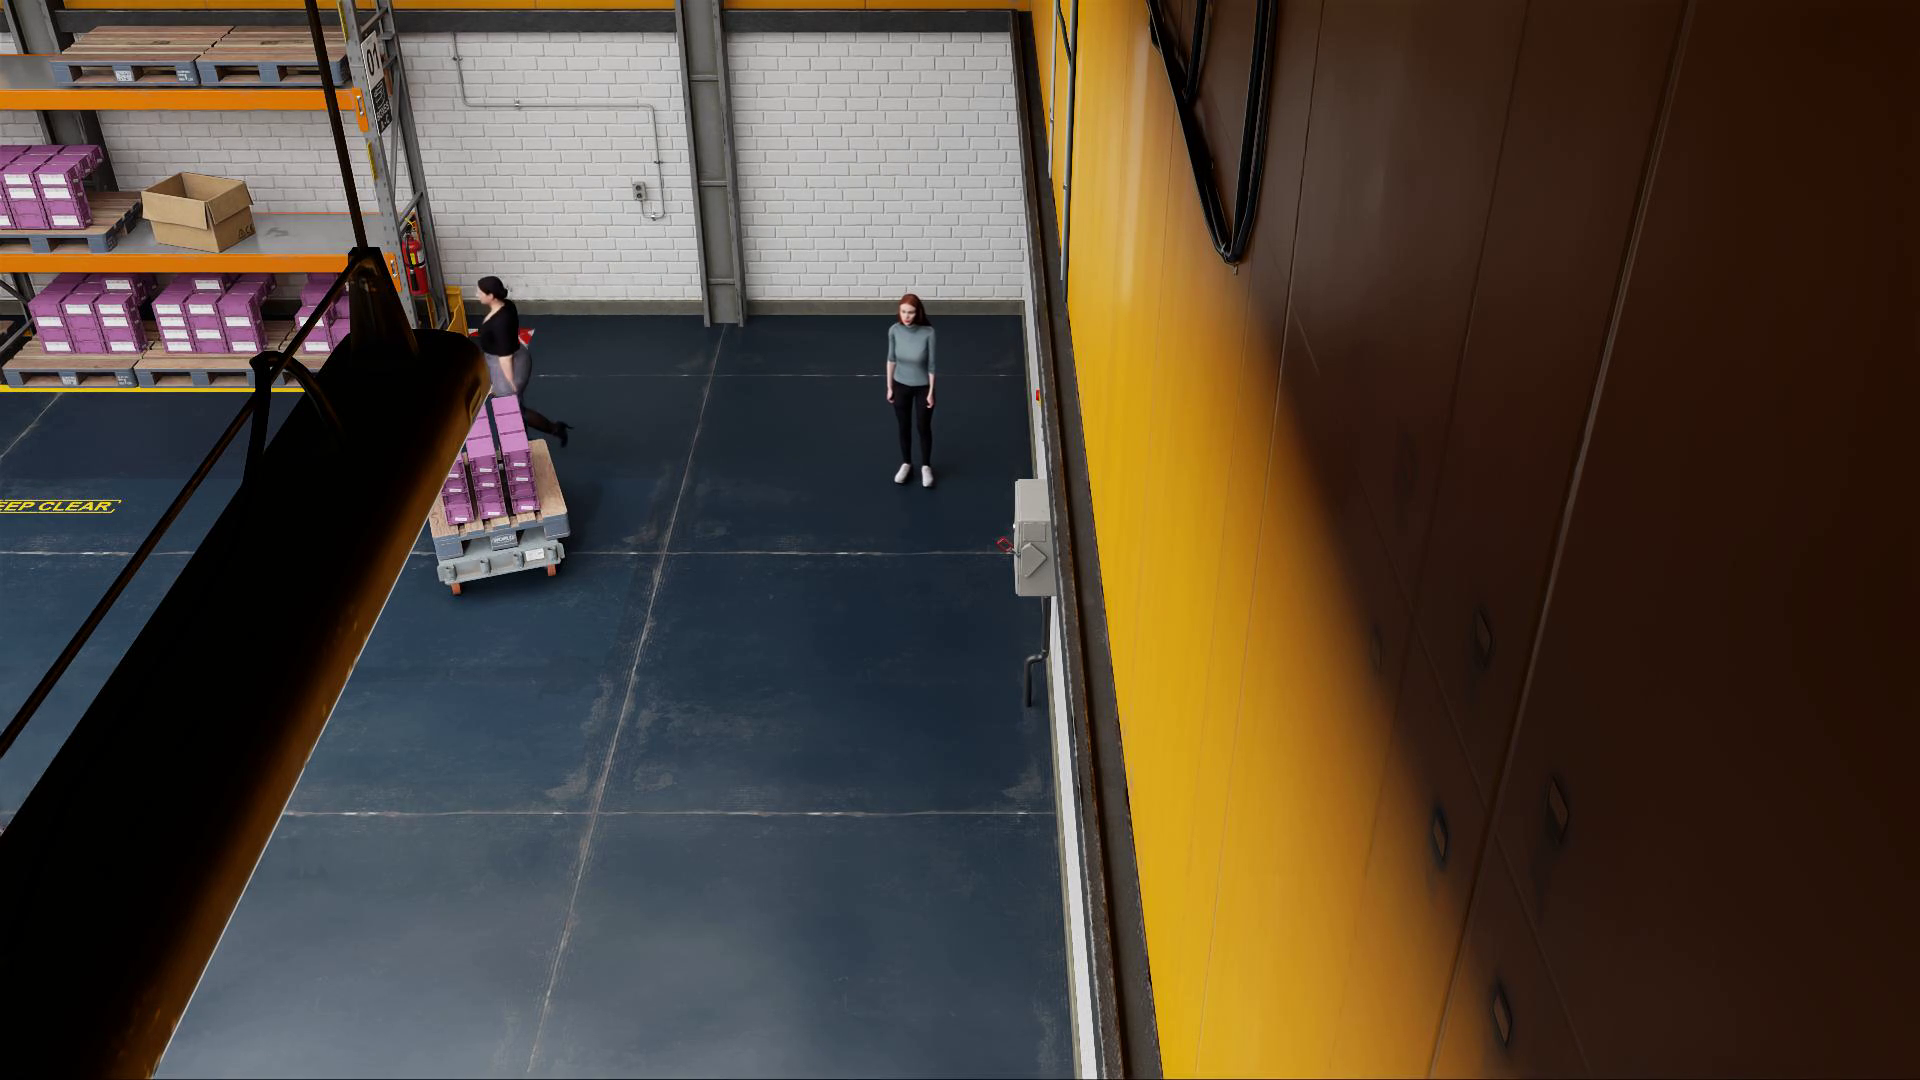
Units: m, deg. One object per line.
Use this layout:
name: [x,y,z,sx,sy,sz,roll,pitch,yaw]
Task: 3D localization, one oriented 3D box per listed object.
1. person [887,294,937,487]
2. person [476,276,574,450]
person: [-0.381,-1.231,13.665,0.539,1.738,0.680,8,35,12]
person: [-3.667,-1.405,13.925,0.914,1.740,0.708,-4,34,-5]
